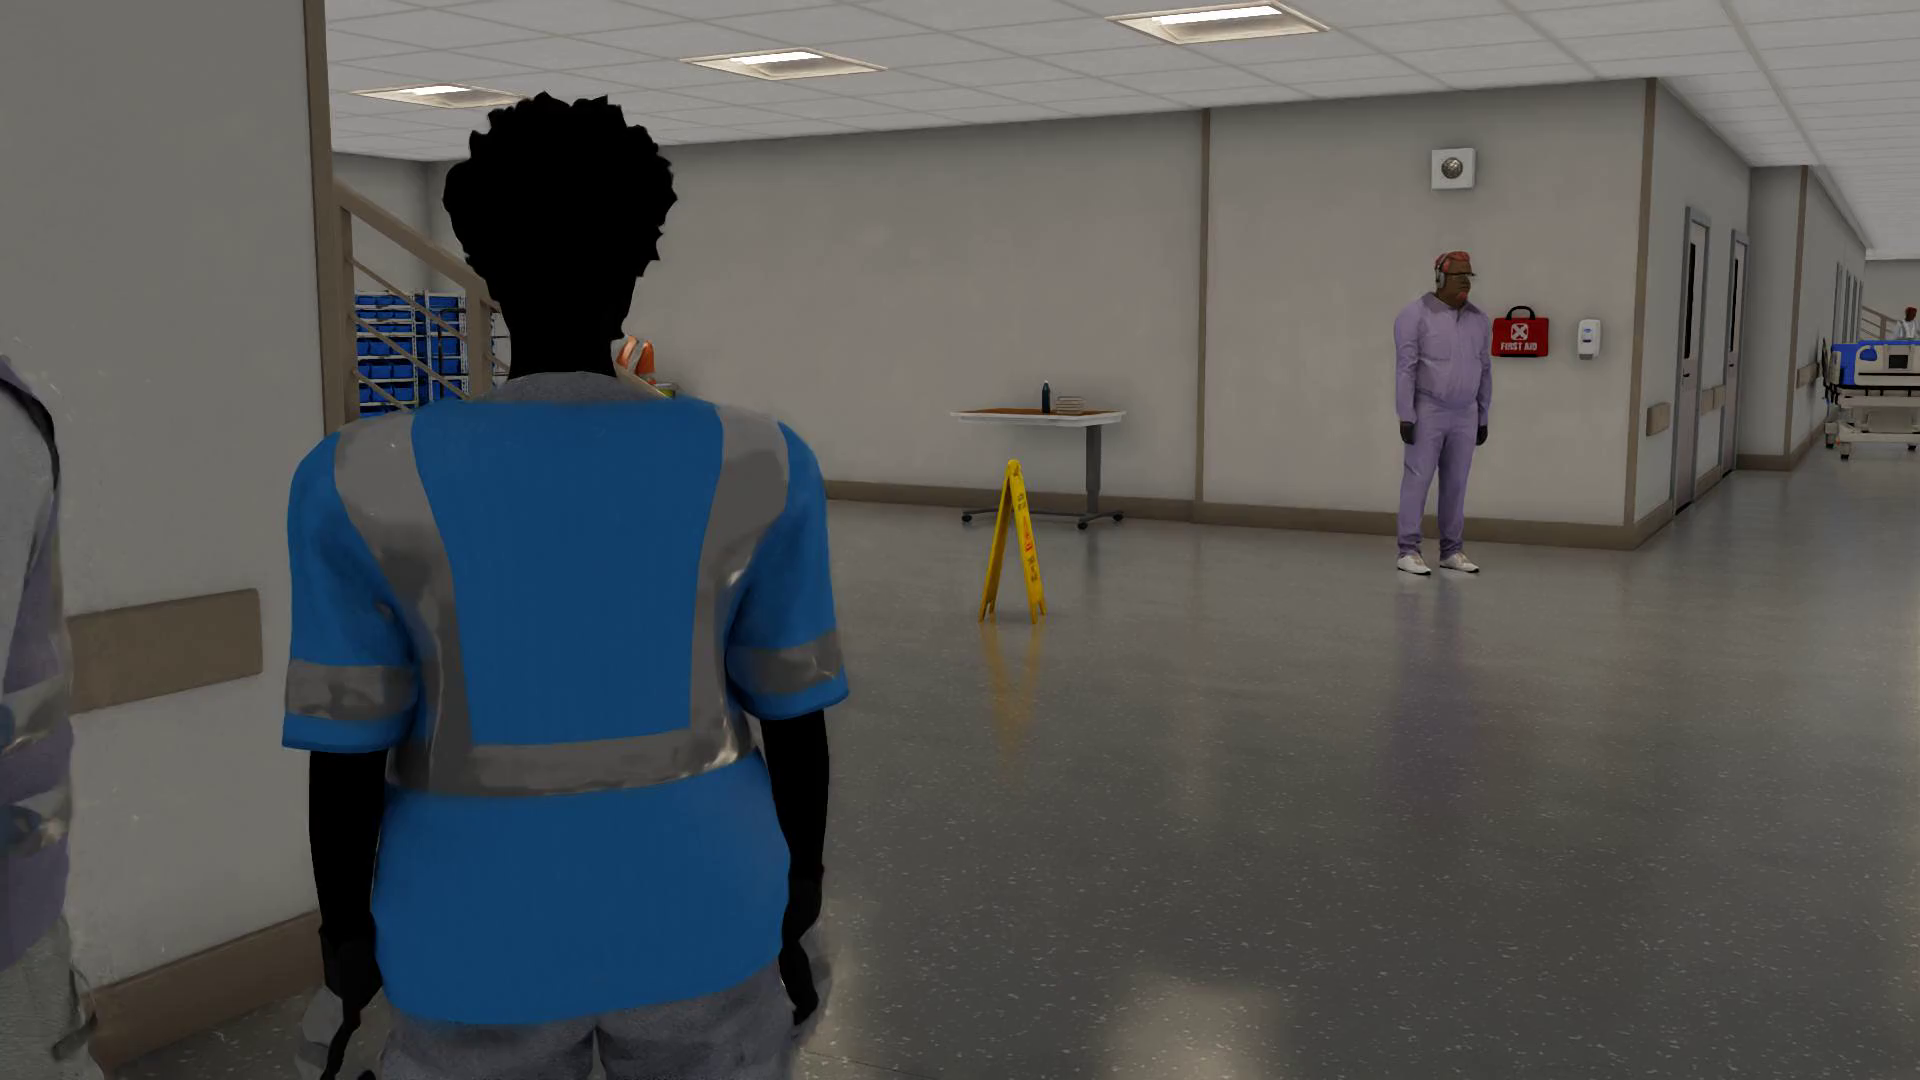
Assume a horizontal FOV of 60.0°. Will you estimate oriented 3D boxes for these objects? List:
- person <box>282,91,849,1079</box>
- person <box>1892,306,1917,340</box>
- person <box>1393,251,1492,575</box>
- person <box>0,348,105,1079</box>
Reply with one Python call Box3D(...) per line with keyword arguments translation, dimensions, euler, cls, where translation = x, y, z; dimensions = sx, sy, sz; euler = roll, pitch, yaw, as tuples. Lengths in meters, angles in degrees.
Box3D(translation=(-0.377, 0.415, 1.682), dimensions=(0.541, 1.696, 0.317), euler=(-2, 8, -18), cls="person")
Box3D(translation=(20.679, -4.205, 36.604), dimensions=(0.619, 1.859, 0.685), euler=(-3, 8, -22), cls="person")
Box3D(translation=(2.866, -0.741, 9.817), dimensions=(0.646, 1.901, 0.400), euler=(-3, 8, -19), cls="person")
Box3D(translation=(-1.162, 0.374, 1.674), dimensions=(0.593, 1.779, 0.913), euler=(4, 8, 26), cls="person")
